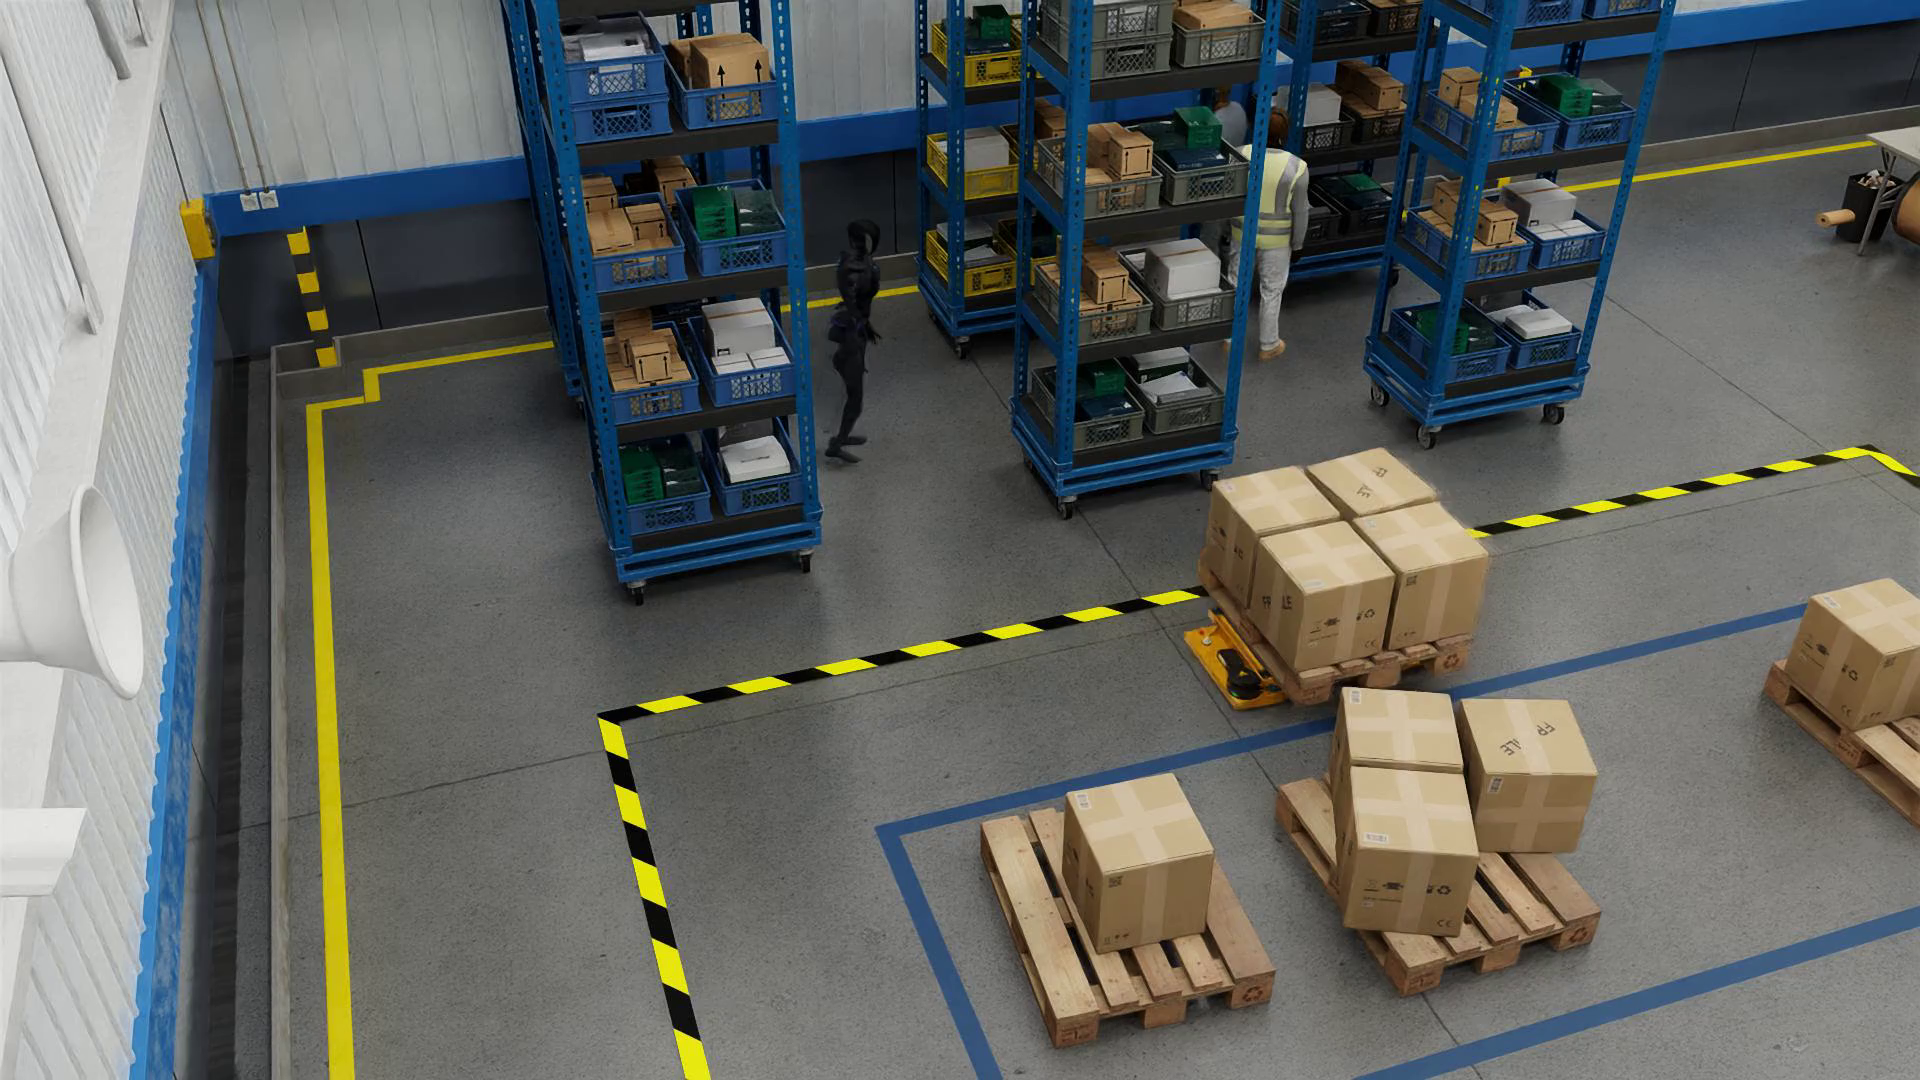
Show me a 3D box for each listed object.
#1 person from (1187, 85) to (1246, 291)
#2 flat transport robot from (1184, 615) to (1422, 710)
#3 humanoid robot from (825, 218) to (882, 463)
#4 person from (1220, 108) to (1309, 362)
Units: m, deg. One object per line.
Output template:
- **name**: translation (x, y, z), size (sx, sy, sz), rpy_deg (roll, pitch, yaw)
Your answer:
- **person**: translation (1.851, -2.504, 12.173), size (0.381, 1.930, 0.637), rpy_deg (20, 40, 25)
- **flat transport robot**: translation (2.042, 0.535, 9.273), size (1.431, 0.197, 0.652), rpy_deg (-11, 37, -15)
- **humanoid robot**: translation (-0.689, -1.296, 10.682), size (0.395, 1.641, 0.599), rpy_deg (4, 35, 6)
- **person**: translation (2.135, -2.145, 11.731), size (0.633, 1.841, 0.429), rpy_deg (17, 39, 23)
